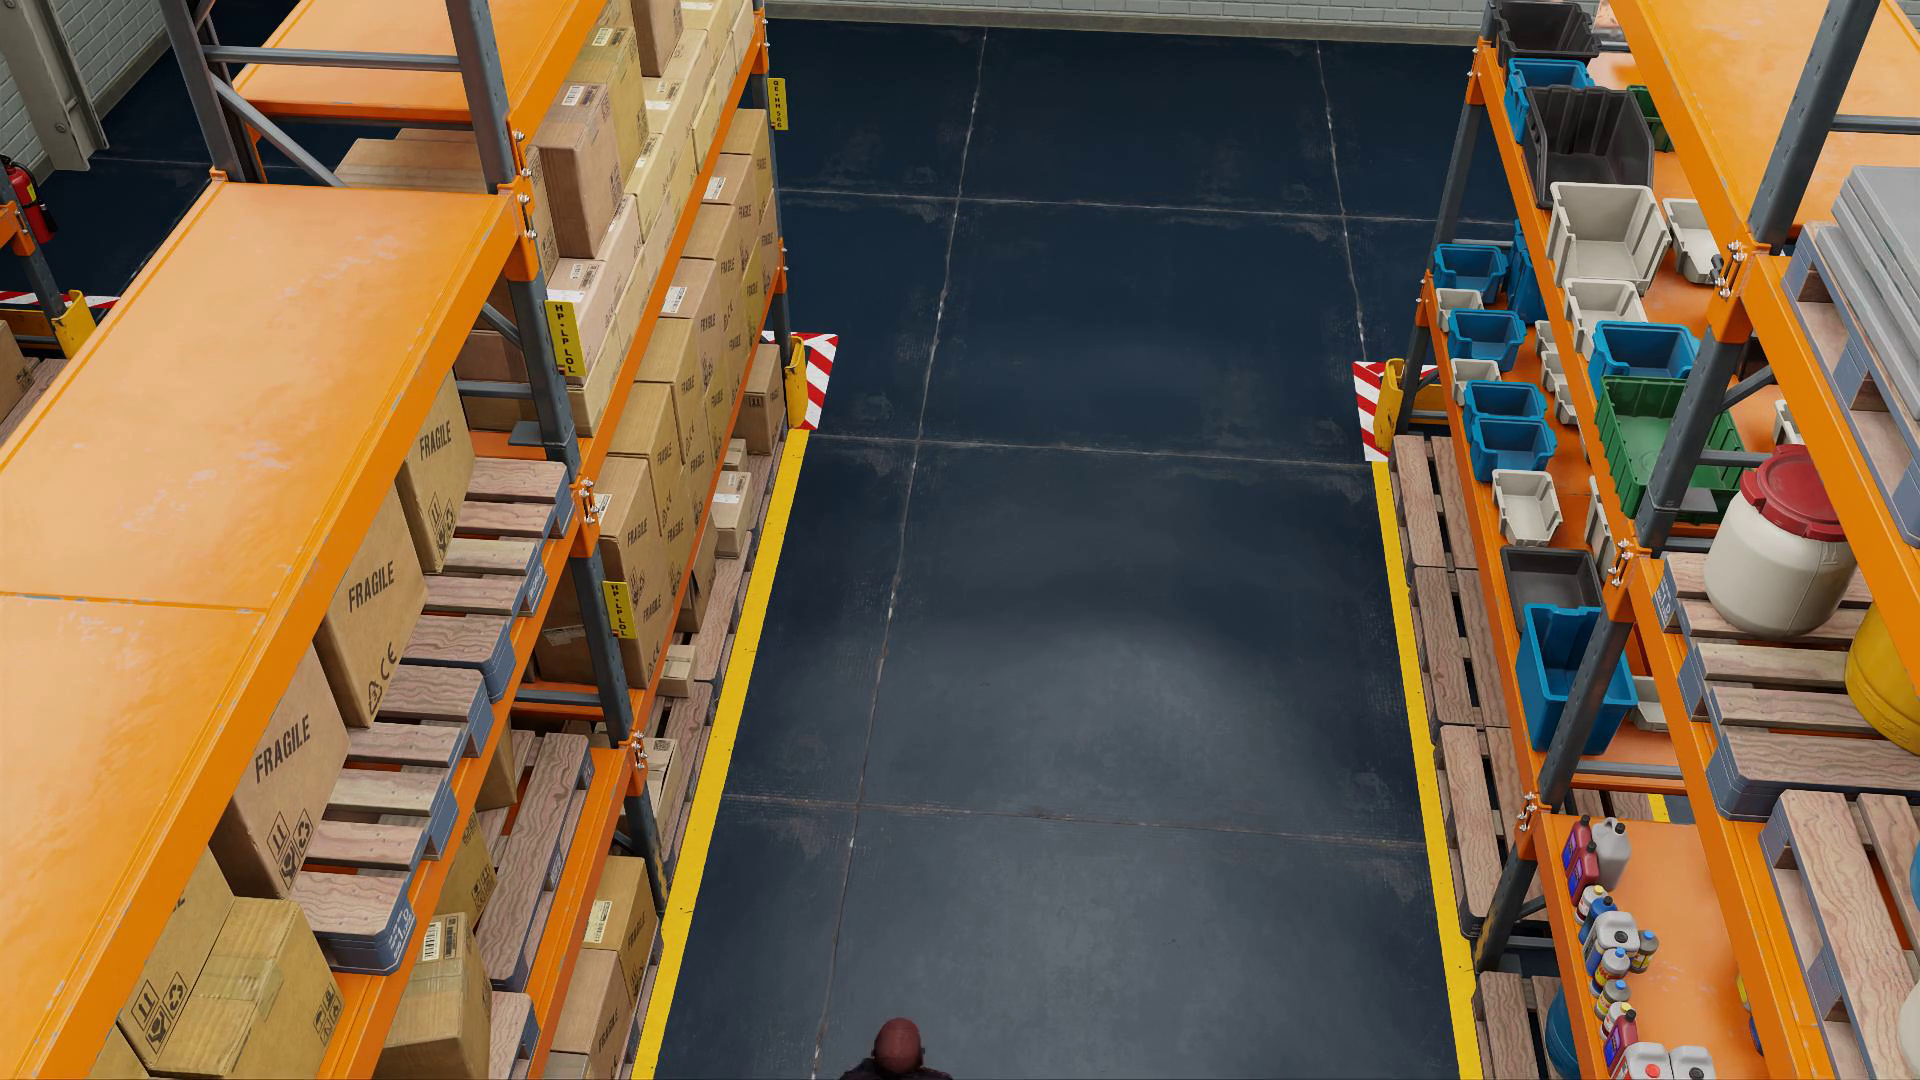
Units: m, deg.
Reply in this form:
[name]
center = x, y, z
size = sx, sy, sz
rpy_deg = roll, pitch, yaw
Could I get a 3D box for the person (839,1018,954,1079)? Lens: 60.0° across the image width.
[person]
center = -0.224, 2.441, 6.280
size = 0.731, 1.796, 1.140
rpy_deg = 5, 43, 6
